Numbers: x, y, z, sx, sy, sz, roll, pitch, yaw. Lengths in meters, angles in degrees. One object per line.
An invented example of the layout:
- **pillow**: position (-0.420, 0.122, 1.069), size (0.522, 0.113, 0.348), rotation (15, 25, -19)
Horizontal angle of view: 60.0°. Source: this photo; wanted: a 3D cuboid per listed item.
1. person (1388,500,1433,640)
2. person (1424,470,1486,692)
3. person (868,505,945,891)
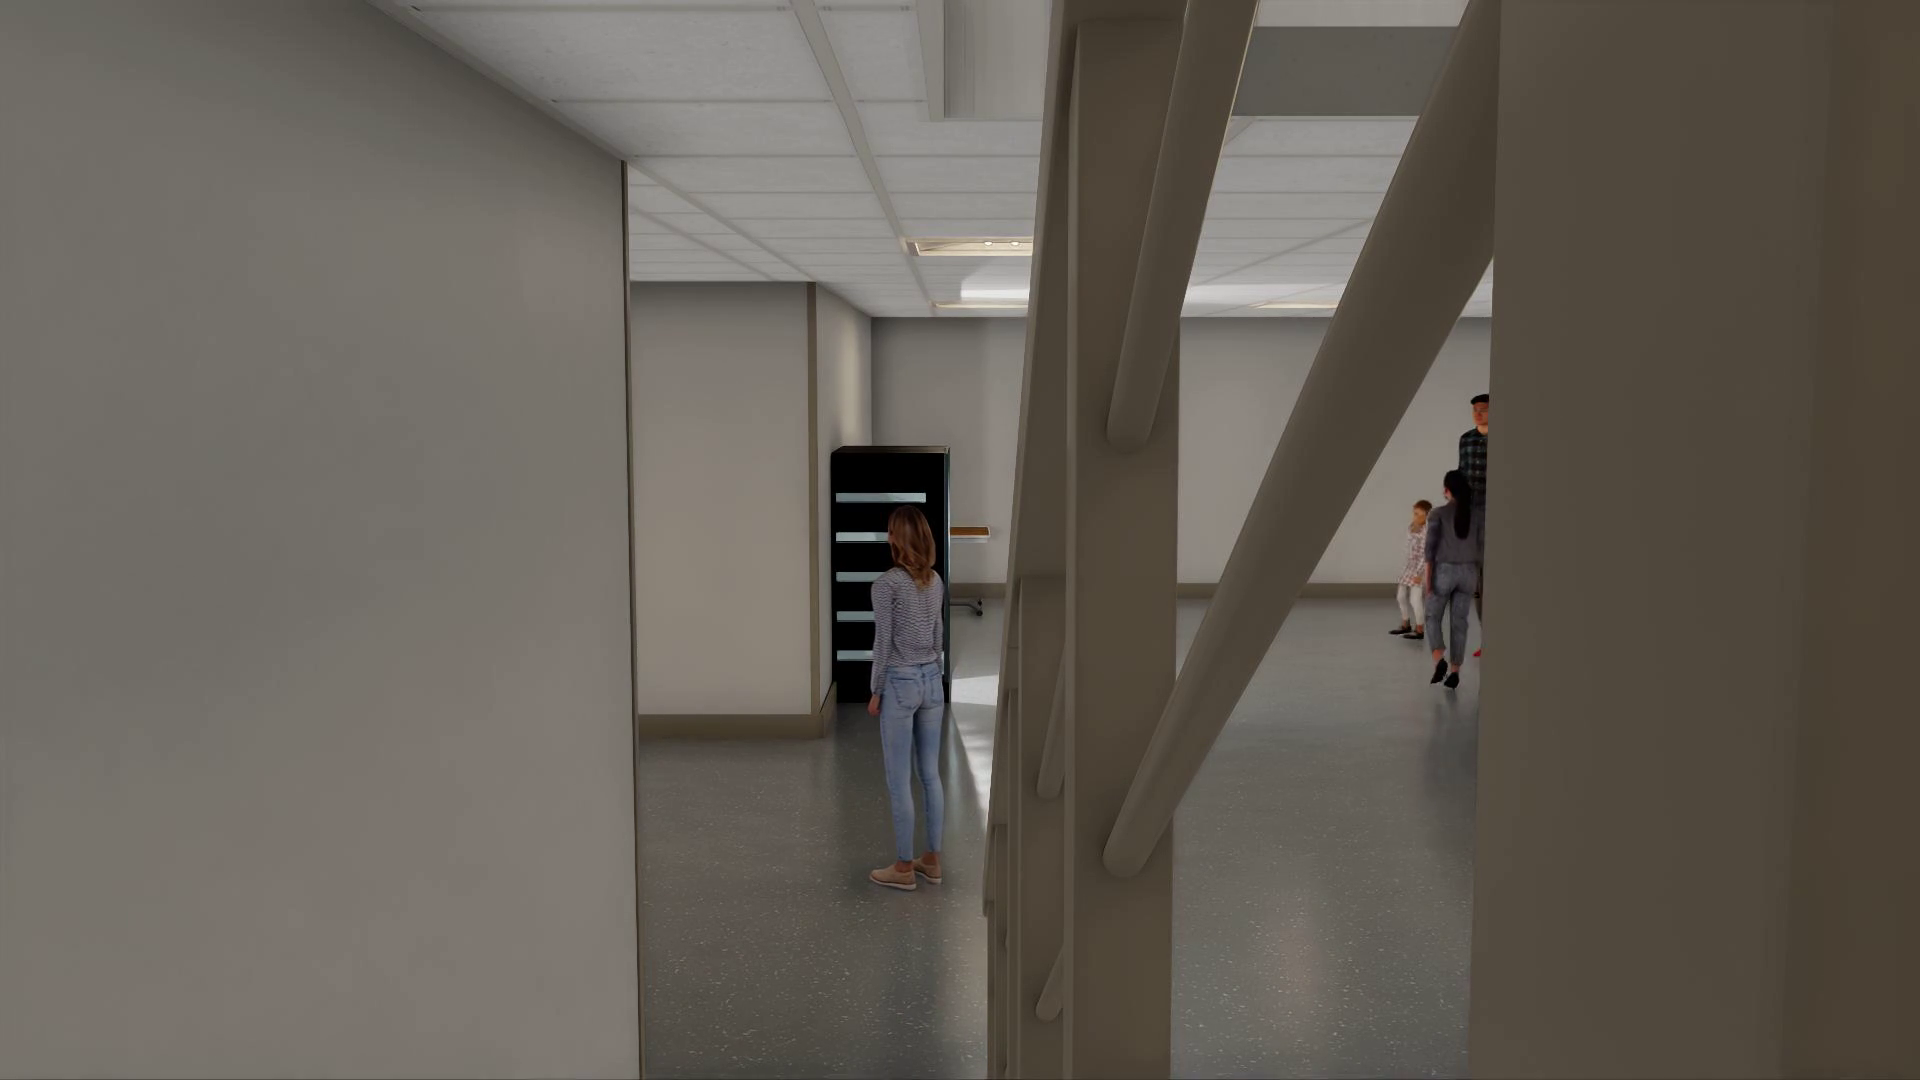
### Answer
- **person**: position (4.104, 0.276, 14.914), size (0.690, 1.271, 0.545), rotation (-1, 6, -6)
- **person**: position (3.732, 0.321, 12.491), size (0.610, 1.667, 0.580), rotation (0, 6, 1)
- **person**: position (-0.233, 0.727, 7.812), size (0.646, 1.794, 0.706), rotation (-6, 8, -45)
